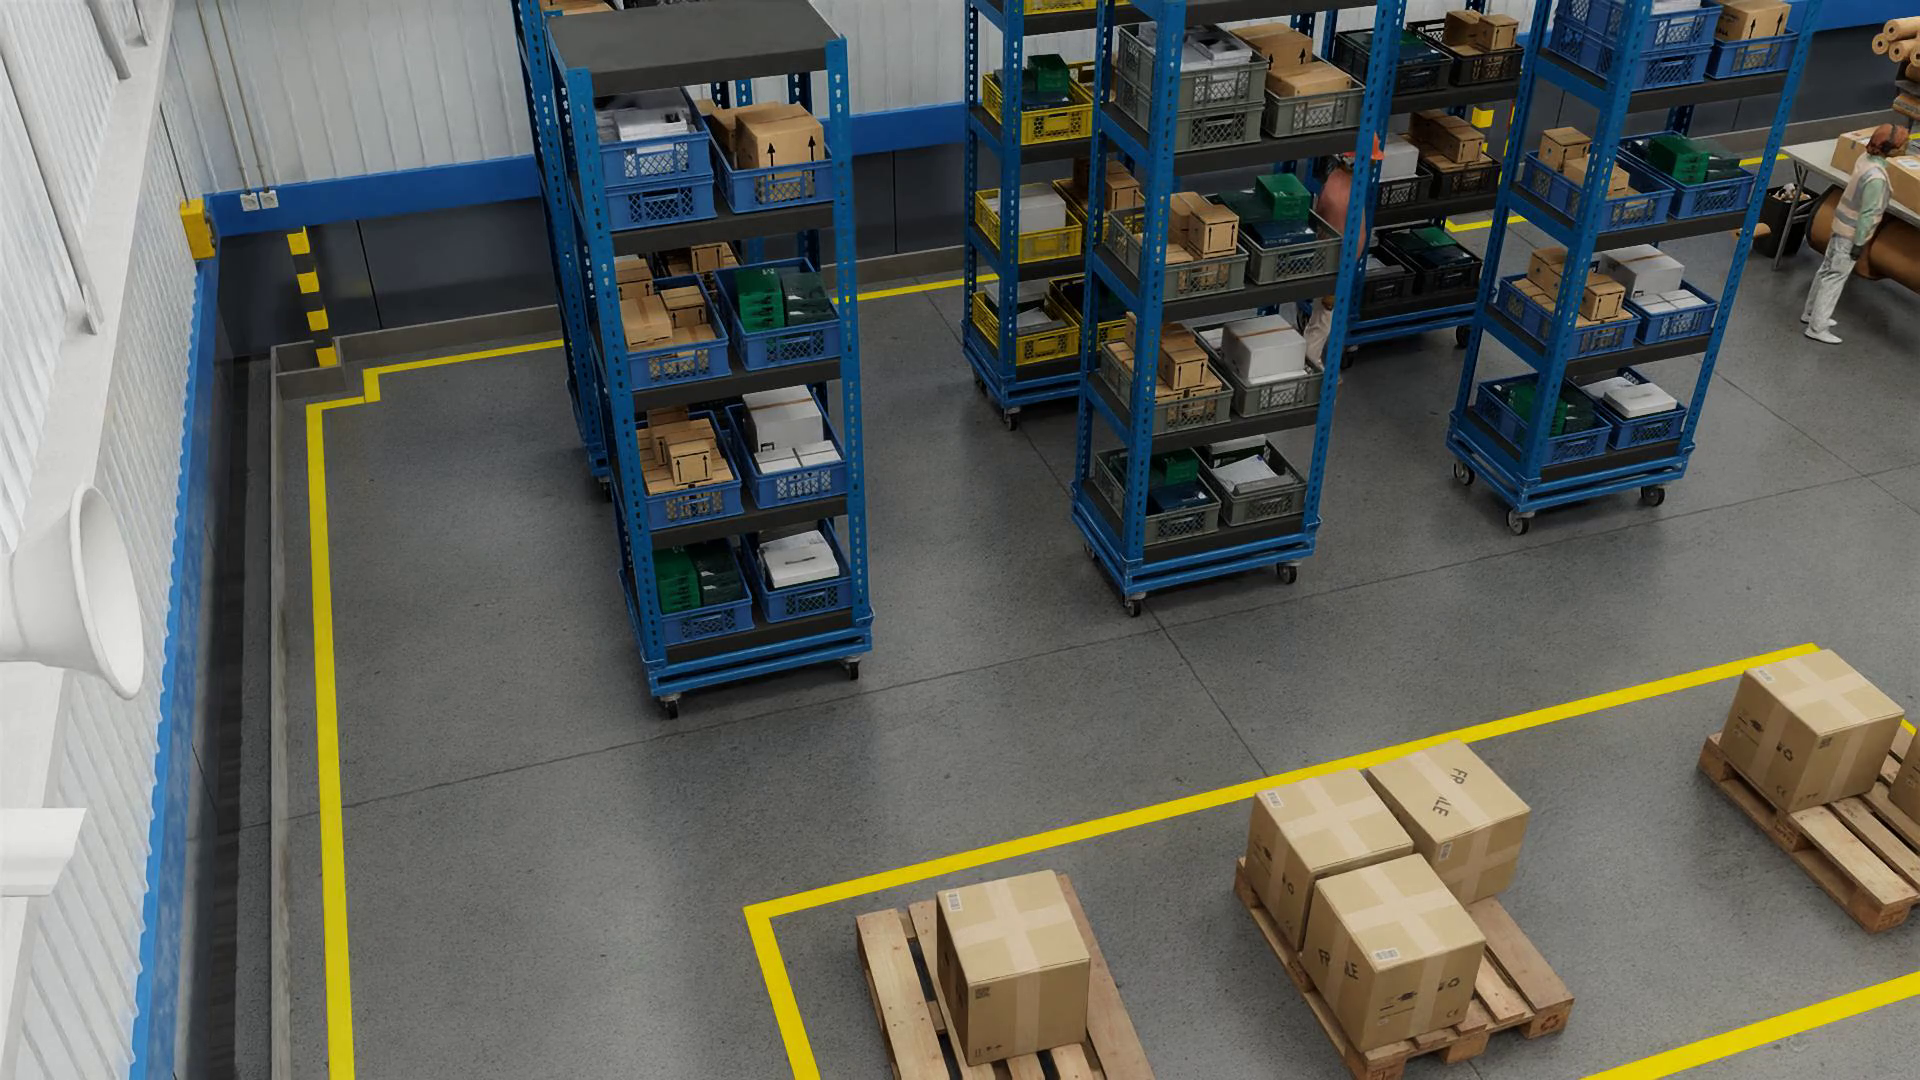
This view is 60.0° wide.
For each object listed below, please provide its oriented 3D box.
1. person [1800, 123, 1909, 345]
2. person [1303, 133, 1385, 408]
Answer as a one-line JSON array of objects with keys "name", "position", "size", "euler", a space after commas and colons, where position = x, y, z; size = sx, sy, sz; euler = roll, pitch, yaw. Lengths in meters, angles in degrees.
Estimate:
[{"name": "person", "position": [6.446, -2.217, 12.001], "size": [0.311, 1.634, 0.511], "euler": [9, 36, 13]}, {"name": "person", "position": [2.522, -1.815, 11.129], "size": [0.401, 1.986, 0.612], "euler": [12, 37, 16]}]
